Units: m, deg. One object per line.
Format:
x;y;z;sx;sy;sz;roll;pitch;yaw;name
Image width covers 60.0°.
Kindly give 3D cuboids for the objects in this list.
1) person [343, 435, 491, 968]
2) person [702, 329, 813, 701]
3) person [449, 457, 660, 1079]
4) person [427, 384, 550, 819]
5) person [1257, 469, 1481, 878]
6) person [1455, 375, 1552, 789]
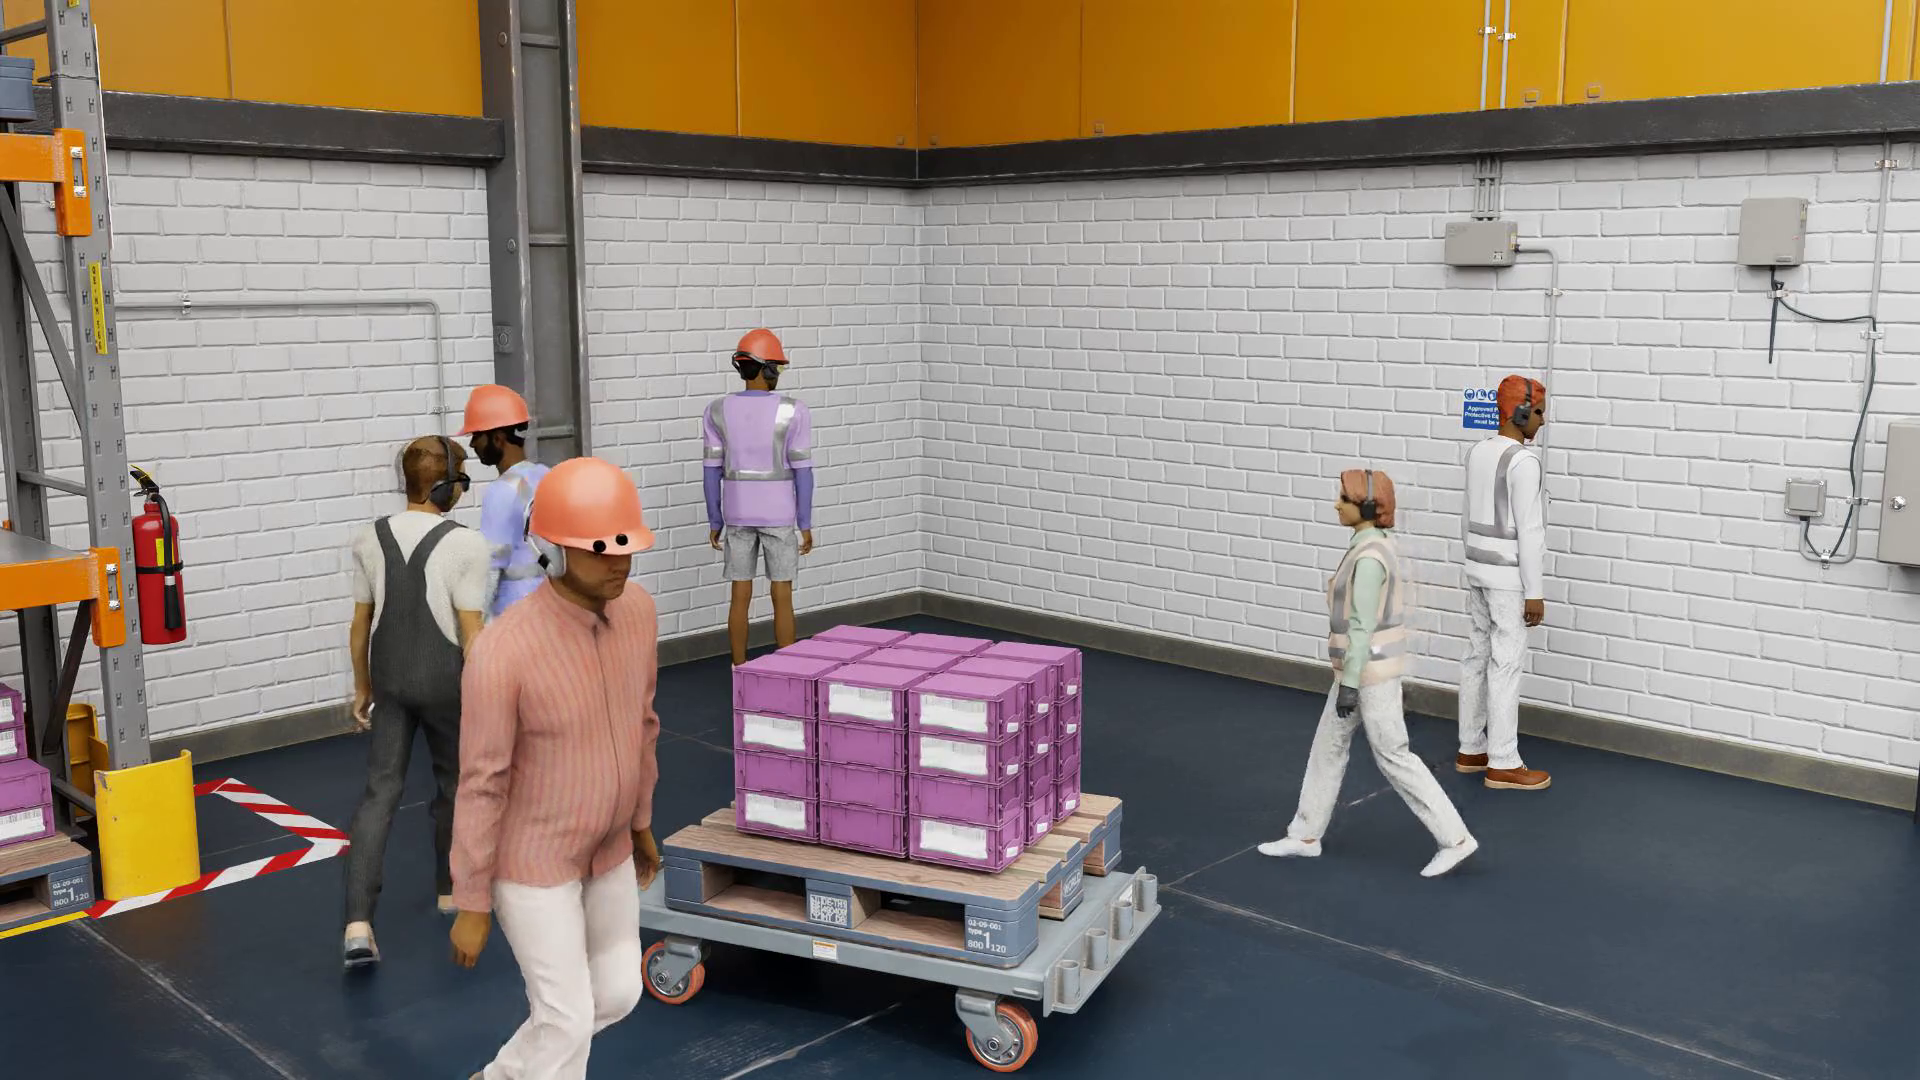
-1.892;0.540;5.755;0.560;1.804;0.923;1;9;7;person
-1.091;-0.128;9.098;0.609;2.040;0.395;2;9;9;person
-0.996;0.747;4.020;0.750;1.952;0.643;5;10;28;person
-1.881;0.326;6.743;0.875;1.894;0.545;0;9;1;person
1.640;0.516;6.482;0.830;1.607;0.523;2;9;12;person
2.500;0.189;7.626;0.355;1.887;0.573;-2;9;-11;person
